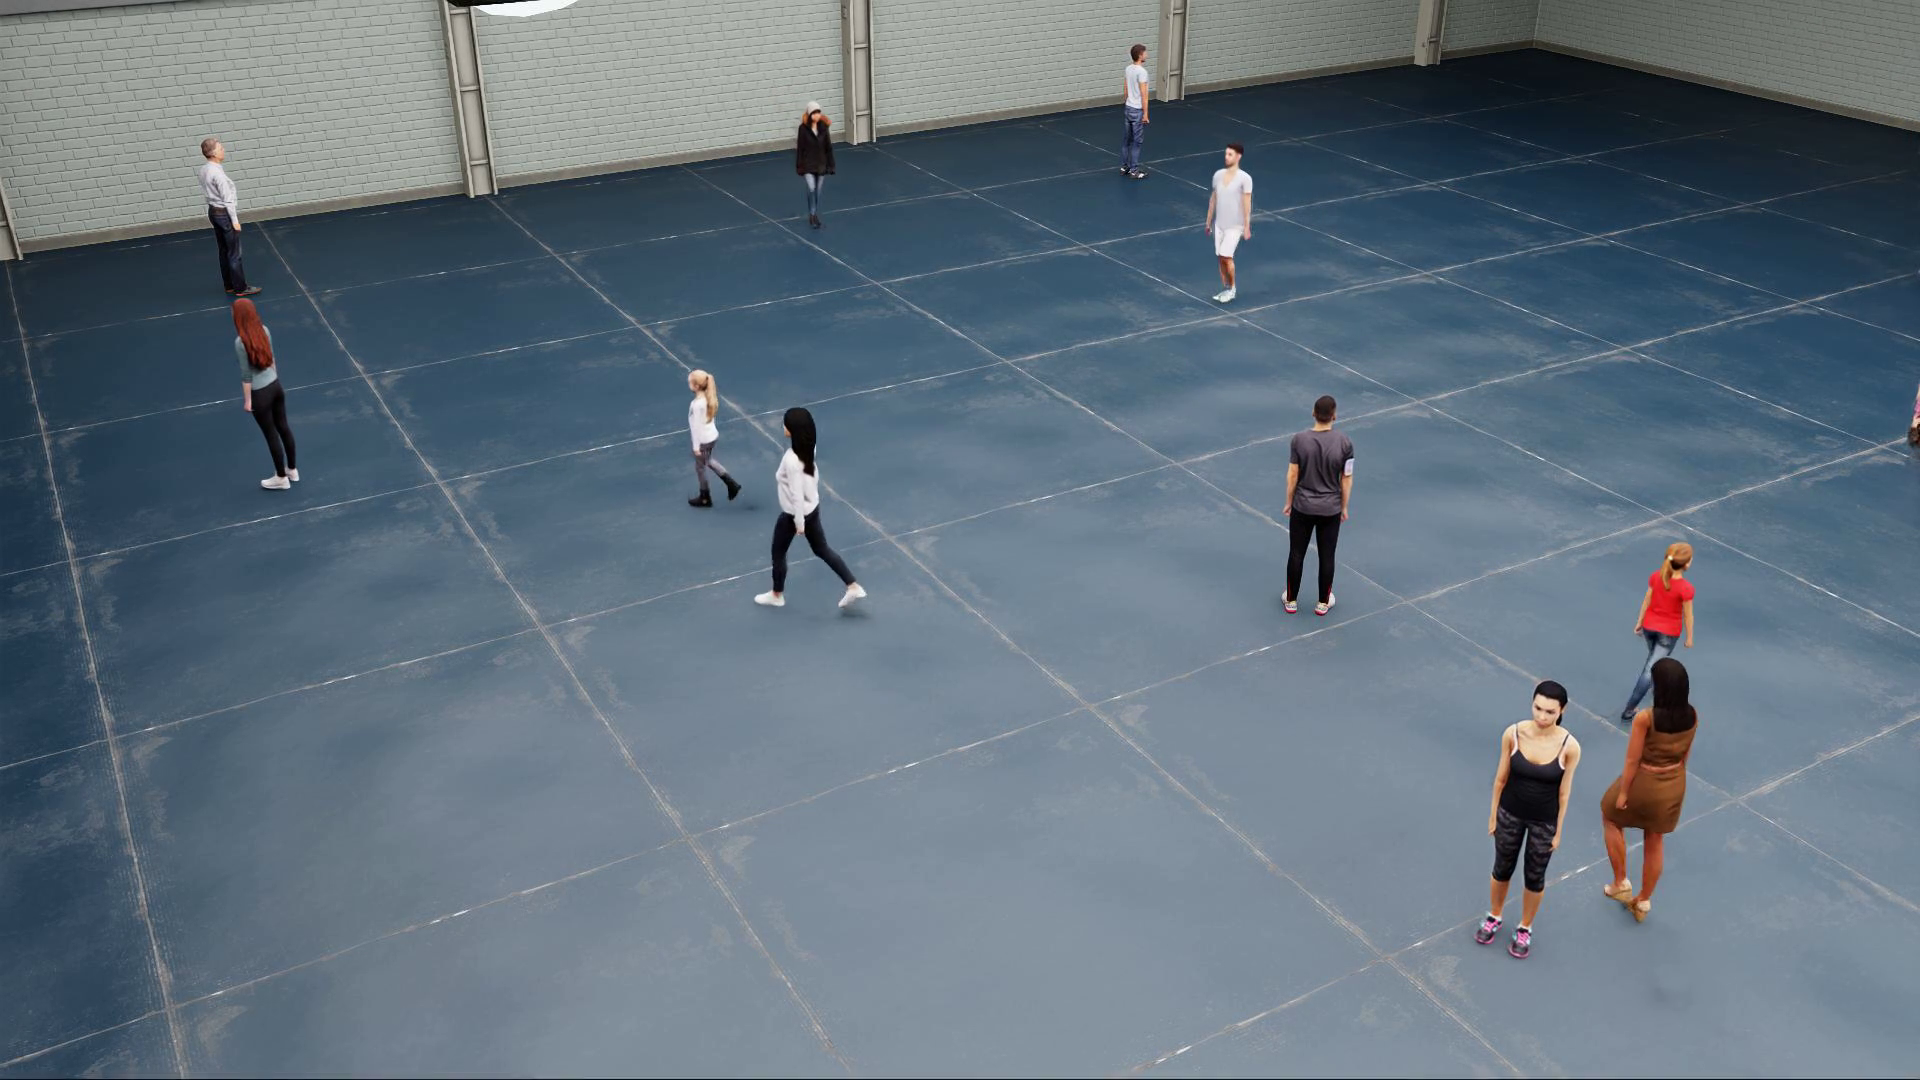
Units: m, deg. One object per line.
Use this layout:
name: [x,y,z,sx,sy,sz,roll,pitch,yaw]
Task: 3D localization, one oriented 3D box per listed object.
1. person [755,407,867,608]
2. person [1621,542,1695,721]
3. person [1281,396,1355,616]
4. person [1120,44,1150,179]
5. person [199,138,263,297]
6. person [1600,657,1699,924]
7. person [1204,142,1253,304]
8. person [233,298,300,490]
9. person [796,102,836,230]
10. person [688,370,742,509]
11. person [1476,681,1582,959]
person: [-1.109,-0.197,12.523,1.148,1.665,1.112,8,28,15]
person: [4.732,0.644,11.310,0.918,1.281,0.566,-18,32,-31]
person: [2.682,-0.256,12.530,0.710,1.764,0.775,6,28,12]
person: [2.517,-6.166,23.896,0.513,1.865,0.636,-14,31,-26]
person: [-8.517,-3.749,19.251,0.721,1.820,0.674,22,35,36]
person: [3.904,1.459,9.303,0.634,1.668,0.736,-6,28,-11]
person: [3.143,-3.623,18.982,0.699,1.842,0.755,-21,34,-34]
person: [-6.082,-1.278,14.539,0.722,1.742,0.649,10,29,18]
person: [-1.939,-4.934,21.771,0.616,1.620,0.705,-14,30,-25]
person: [-2.123,-0.859,14.240,0.777,1.270,0.725,8,28,16]
person: [3.128,1.520,9.127,0.646,1.721,0.681,13,30,24]
